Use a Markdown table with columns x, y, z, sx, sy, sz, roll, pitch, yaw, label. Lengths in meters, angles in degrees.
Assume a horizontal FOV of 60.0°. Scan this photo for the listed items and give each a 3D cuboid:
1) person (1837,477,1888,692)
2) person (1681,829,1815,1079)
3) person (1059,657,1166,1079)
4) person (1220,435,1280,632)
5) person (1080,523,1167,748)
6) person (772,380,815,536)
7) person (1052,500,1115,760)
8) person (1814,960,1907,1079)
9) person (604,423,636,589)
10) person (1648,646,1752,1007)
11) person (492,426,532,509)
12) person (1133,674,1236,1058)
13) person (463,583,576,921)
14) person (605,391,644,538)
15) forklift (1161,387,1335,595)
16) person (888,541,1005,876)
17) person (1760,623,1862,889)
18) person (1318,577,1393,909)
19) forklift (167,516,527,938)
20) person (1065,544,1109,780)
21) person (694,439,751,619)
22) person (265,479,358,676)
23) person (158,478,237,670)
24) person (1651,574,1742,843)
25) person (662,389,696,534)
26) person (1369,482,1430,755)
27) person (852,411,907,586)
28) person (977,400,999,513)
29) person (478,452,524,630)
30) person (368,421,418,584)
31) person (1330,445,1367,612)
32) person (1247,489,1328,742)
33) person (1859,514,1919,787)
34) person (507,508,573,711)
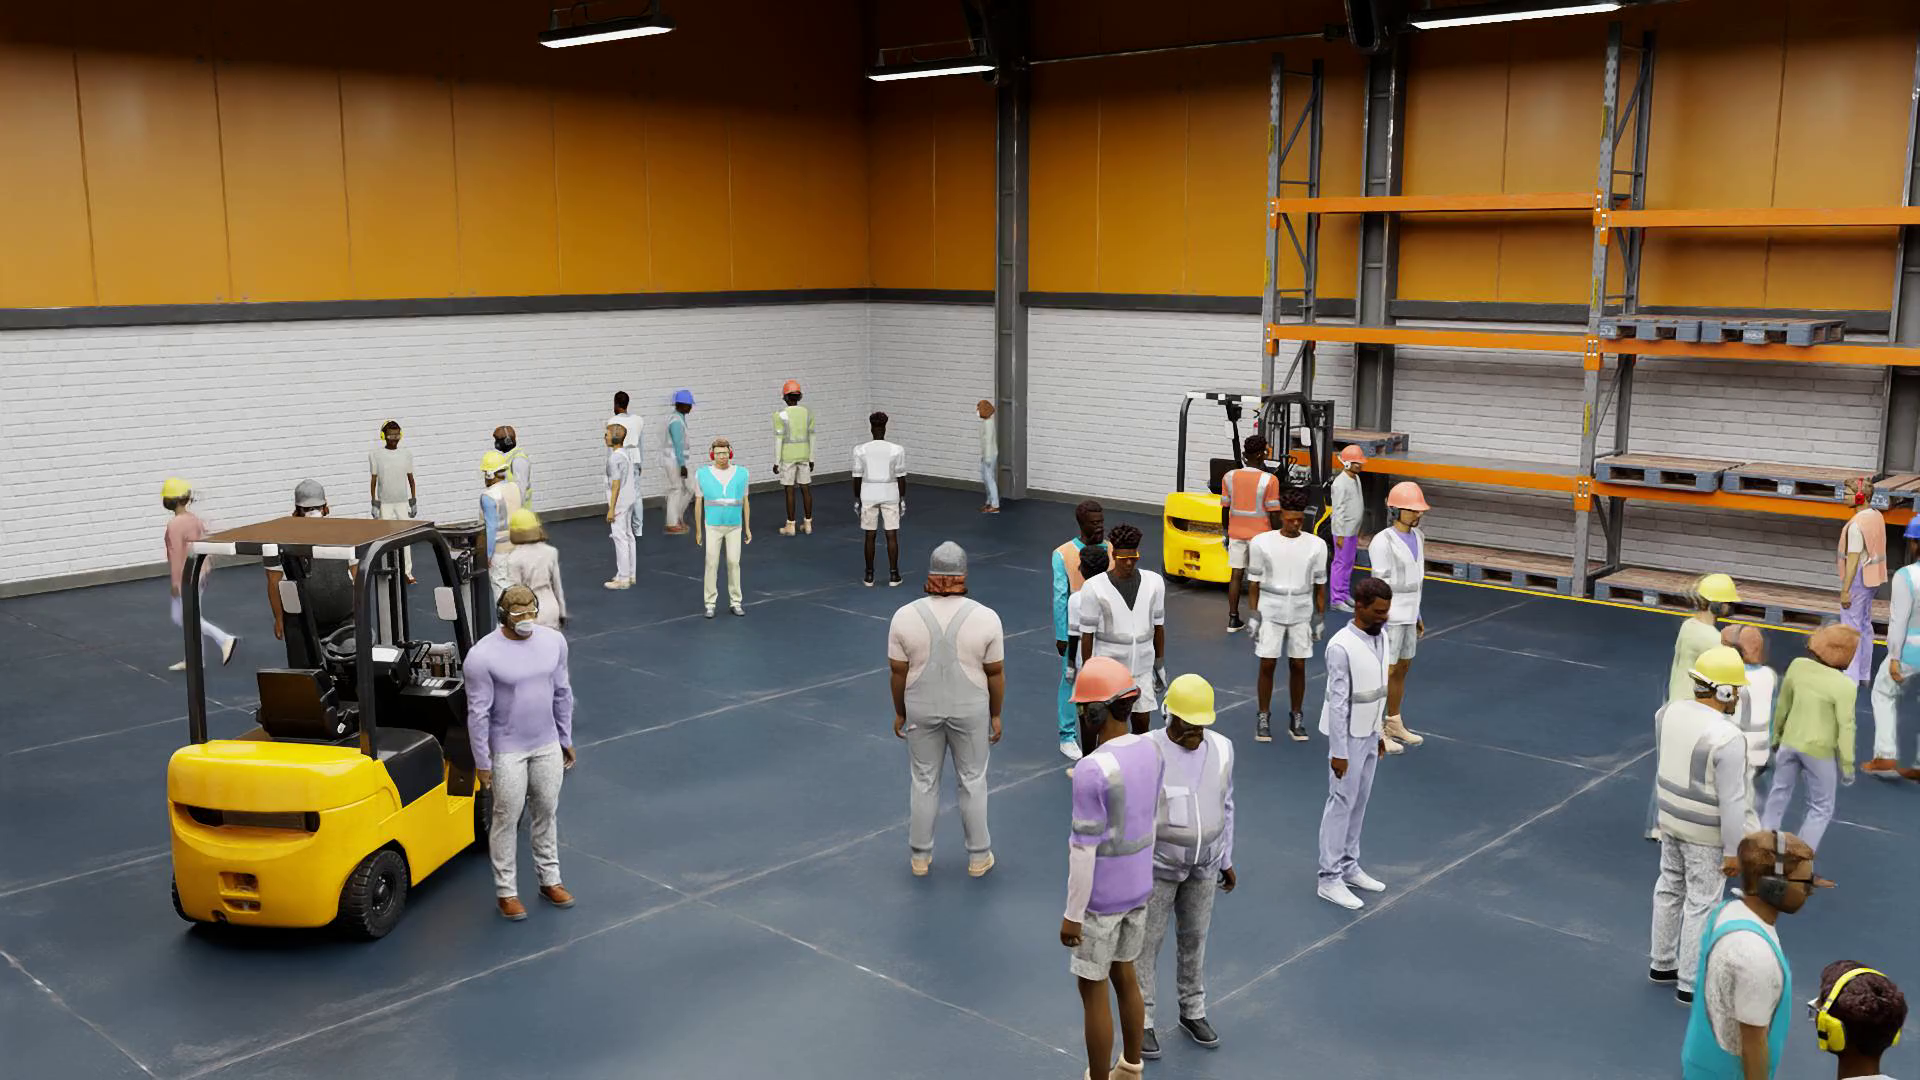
| x | y | z | sx | sy | sz | roll | pitch | yaw | label |
| --- | --- | --- | --- | --- | --- | --- | --- | --- | --- |
| 7.652 | 0.385 | 14.144 | 0.565 | 1.836 | 0.383 | -9 | 14 | -43 | person |
| 2.654 | 1.871 | 5.664 | 0.361 | 1.838 | 0.539 | 3 | 11 | 19 | person |
| 0.631 | 1.507 | 7.218 | 0.409 | 2.028 | 0.615 | 7 | 12 | 35 | person |
| 2.846 | -0.055 | 16.266 | 0.613 | 1.963 | 0.361 | 7 | 12 | 34 | person |
| 1.101 | 0.847 | 11.194 | 0.610 | 1.952 | 0.387 | -3 | 10 | -16 | person |
| -2.198 | -1.081 | 21.890 | 0.609 | 2.043 | 0.397 | -6 | 12 | -33 | person |
| 0.936 | 0.652 | 12.376 | 0.591 | 1.922 | 0.390 | -7 | 12 | -36 | person |
| 2.399 | 2.058 | 4.554 | 0.514 | 1.861 | 0.321 | -2 | 10 | -9 | person |
| -3.782 | -0.378 | 18.451 | 0.342 | 1.846 | 0.509 | 2 | 10 | 9 | person |
| 3.690 | 1.422 | 8.287 | 0.403 | 1.821 | 0.600 | -2 | 10 | -12 | person |
| -4.957 | -0.351 | 18.359 | 0.429 | 1.831 | 0.635 | -7 | 12 | -34 | person |
| 1.029 | 1.506 | 7.789 | 0.586 | 1.824 | 0.404 | -3 | 11 | -18 | person |
| -2.469 | 1.177 | 9.381 | 0.632 | 1.930 | 0.375 | -10 | 14 | -44 | person |
| -4.355 | -0.974 | 21.640 | 0.392 | 1.920 | 0.589 | 7 | 12 | 35 | person |
| 3.298 | -0.608 | 18.767 | 1.214 | 2.155 | 2.313 | 9 | 13 | 42 | forklift |
| -0.068 | 1.005 | 10.020 | 0.689 | 2.000 | 0.538 | 1 | 10 | 6 | person |
| 4.996 | 1.261 | 9.828 | 0.391 | 1.600 | 0.591 | -4 | 11 | -20 | person |
| 2.281 | 1.142 | 9.612 | 0.384 | 1.910 | 0.594 | 7 | 12 | 37 | person |
| -3.583 | 0.976 | 9.748 | 1.214 | 2.155 | 2.313 | 2 | 10 | 11 | forklift |
| 0.962 | 0.871 | 11.793 | 0.532 | 1.691 | 0.322 | -8 | 13 | -40 | person |
| -2.427 | -0.126 | 17.017 | 0.570 | 1.843 | 0.373 | -3 | 10 | -18 | person |
| -4.878 | 0.541 | 12.664 | 0.689 | 2.000 | 0.539 | -7 | 12 | -34 | person |
| -6.770 | 0.318 | 14.740 | 0.581 | 1.754 | 0.526 | -1 | 10 | -5 | person |
| 4.714 | 1.072 | 10.487 | 0.662 | 1.744 | 0.523 | 1 | 10 | 6 | person |
| -3.696 | -1.019 | 21.896 | 0.471 | 1.922 | 0.617 | 0 | 10 | 0 | person |
| 3.307 | 0.574 | 12.470 | 0.372 | 2.042 | 0.615 | 9 | 14 | 43 | person |
| -0.894 | -0.454 | 18.564 | 0.602 | 1.958 | 0.369 | 0 | 10 | 0 | person |
| 0.402 | -1.194 | 23.743 | 0.318 | 1.622 | 0.508 | 0 | 10 | -3 | person |
| -4.427 | 0.059 | 16.012 | 0.404 | 1.827 | 0.600 | 3 | 10 | 16 | person |
| -6.333 | -0.410 | 18.607 | 0.509 | 1.860 | 0.334 | -6 | 12 | -32 | person |
| 4.045 | -0.123 | 17.297 | 0.343 | 1.746 | 0.568 | 6 | 12 | 32 | person |
| 2.503 | 0.578 | 12.712 | 0.605 | 1.955 | 0.398 | 1 | 10 | 3 | person |
| 6.718 | 0.764 | 11.702 | 0.623 | 1.926 | 0.576 | -1 | 10 | -7 | person |
| -3.316 | 0.602 | 13.244 | 0.632 | 1.712 | 0.524 | 7 | 12 | 33 | person |
